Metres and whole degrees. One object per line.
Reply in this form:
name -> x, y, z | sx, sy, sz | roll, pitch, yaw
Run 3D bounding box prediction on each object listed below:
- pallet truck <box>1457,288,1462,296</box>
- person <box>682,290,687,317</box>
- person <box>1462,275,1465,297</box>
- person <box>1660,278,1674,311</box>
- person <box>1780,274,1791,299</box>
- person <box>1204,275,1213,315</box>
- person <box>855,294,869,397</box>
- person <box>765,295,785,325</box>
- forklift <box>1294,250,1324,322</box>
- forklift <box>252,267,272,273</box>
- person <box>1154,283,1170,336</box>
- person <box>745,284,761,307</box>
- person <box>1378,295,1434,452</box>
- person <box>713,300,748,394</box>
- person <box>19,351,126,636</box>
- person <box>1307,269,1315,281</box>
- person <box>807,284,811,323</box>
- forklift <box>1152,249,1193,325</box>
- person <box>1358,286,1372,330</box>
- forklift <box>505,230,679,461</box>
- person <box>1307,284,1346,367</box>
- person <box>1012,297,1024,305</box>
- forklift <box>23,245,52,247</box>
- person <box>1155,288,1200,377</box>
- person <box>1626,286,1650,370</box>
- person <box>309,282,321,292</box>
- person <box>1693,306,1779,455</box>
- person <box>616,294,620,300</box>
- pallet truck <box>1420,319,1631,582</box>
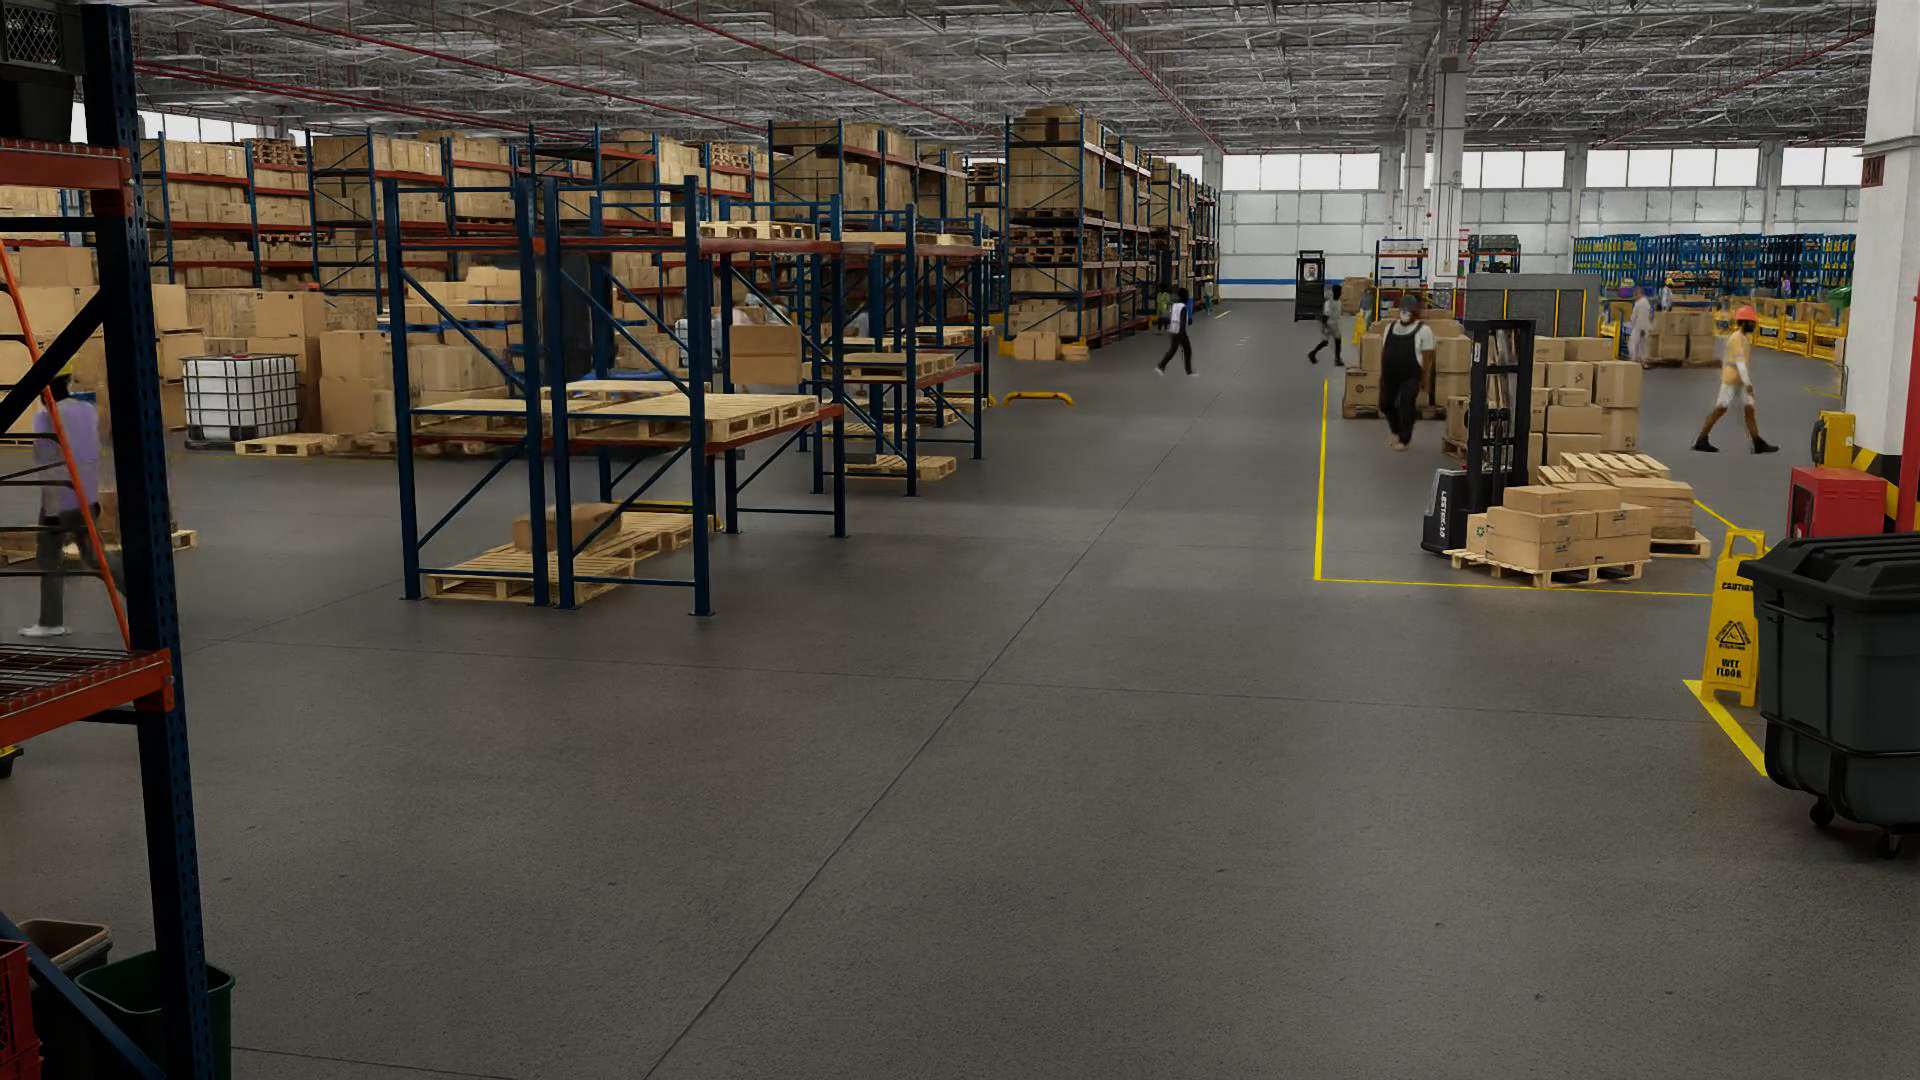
pallet truck -> 20.506, -9.785, 68.819 | 0.653, 1.274, 1.630 | 2, 10, 12
person -> -7.849, -6.726, 48.998 | 0.653, 1.889, 1.034 | 2, 10, 10
person -> 17.043, -7.849, 55.413 | 0.994, 1.982, 0.624 | -1, 10, -8
person -> 24.675, -8.225, 58.062 | 0.403, 1.819, 0.597 | 7, 12, 36
person -> 35.794, -10.610, 72.106 | 0.564, 1.841, 0.391 | -8, 12, -38
person -> 11.108, -10.968, 74.438 | 0.309, 1.772, 0.525 | -7, 12, -36
person -> -1.720, -3.518, 30.097 | 0.455, 1.844, 0.528 | 7, 12, 36
person -> -4.490, -5.110, 40.226 | 0.534, 1.605, 0.818 | -3, 10, -17
forklift -> 13.778, -10.002, 65.433 | 1.129, 2.768, 1.873 | 2, 10, 12
forklift -> -24.092, -8.633, 57.327 | 1.129, 2.768, 1.873 | -9, 13, -42
person -> 6.586, -7.498, 54.116 | 0.319, 1.693, 0.532 | -9, 13, -43
person -> -6.643, -7.424, 53.692 | 0.531, 1.677, 0.640 | 3, 10, 15
person -> 5.709, -2.153, 21.440 | 0.707, 2.000, 0.535 | 9, 13, 42
person -> -4.132, -3.492, 30.038 | 0.646, 1.818, 0.442 | -5, 11, -27
person -> -5.751, -0.290, 10.844 | 0.860, 1.898, 0.597 | 1, 10, 7
person -> 17.630, -12.608, 83.556 | 0.388, 1.973, 0.672 | 1, 10, 6
person -> -5.635, -9.155, 64.151 | 0.542, 1.631, 0.296 | -2, 10, -9
forklift -> 7.646, -9.320, 61.395 | 1.873, 2.768, 1.129 | 2, 10, 11
person -> 13.292, -7.507, 54.368 | 0.532, 1.613, 0.412 | 8, 12, 39
forklift -> -4.562, -2.429, 20.592 | 1.873, 2.768, 1.129 | 2, 10, 12
person -> 8.513, -4.968, 38.463 | 0.610, 1.931, 0.895 | -9, 13, -42
person -> 2.042, -8.357, 59.016 | 0.523, 1.760, 0.328 | 9, 13, 43
forklift -> -24.120, -6.331, 43.694 | 1.873, 2.768, 1.129 | -1, 10, -4
person -> 4.563, -4.352, 34.930 | 0.919, 1.888, 0.599 | -3, 10, -17
person -> 15.213, -4.744, 37.314 | 0.687, 1.873, 0.640 | 6, 11, 30
person -> -16.305, -5.534, 41.842 | 0.746, 1.915, 0.558 | 1, 10, 5
person -> 9.891, -2.021, 21.142 | 1.018, 1.887, 0.543 | 8, 13, 40
person -> -8.447, -5.243, 40.948 | 0.524, 1.632, 0.314 | 0, 10, -1
pallet truck -> 4.543, -0.757, 13.299 | 0.823, 1.965, 1.885 | -4, 10, -22
